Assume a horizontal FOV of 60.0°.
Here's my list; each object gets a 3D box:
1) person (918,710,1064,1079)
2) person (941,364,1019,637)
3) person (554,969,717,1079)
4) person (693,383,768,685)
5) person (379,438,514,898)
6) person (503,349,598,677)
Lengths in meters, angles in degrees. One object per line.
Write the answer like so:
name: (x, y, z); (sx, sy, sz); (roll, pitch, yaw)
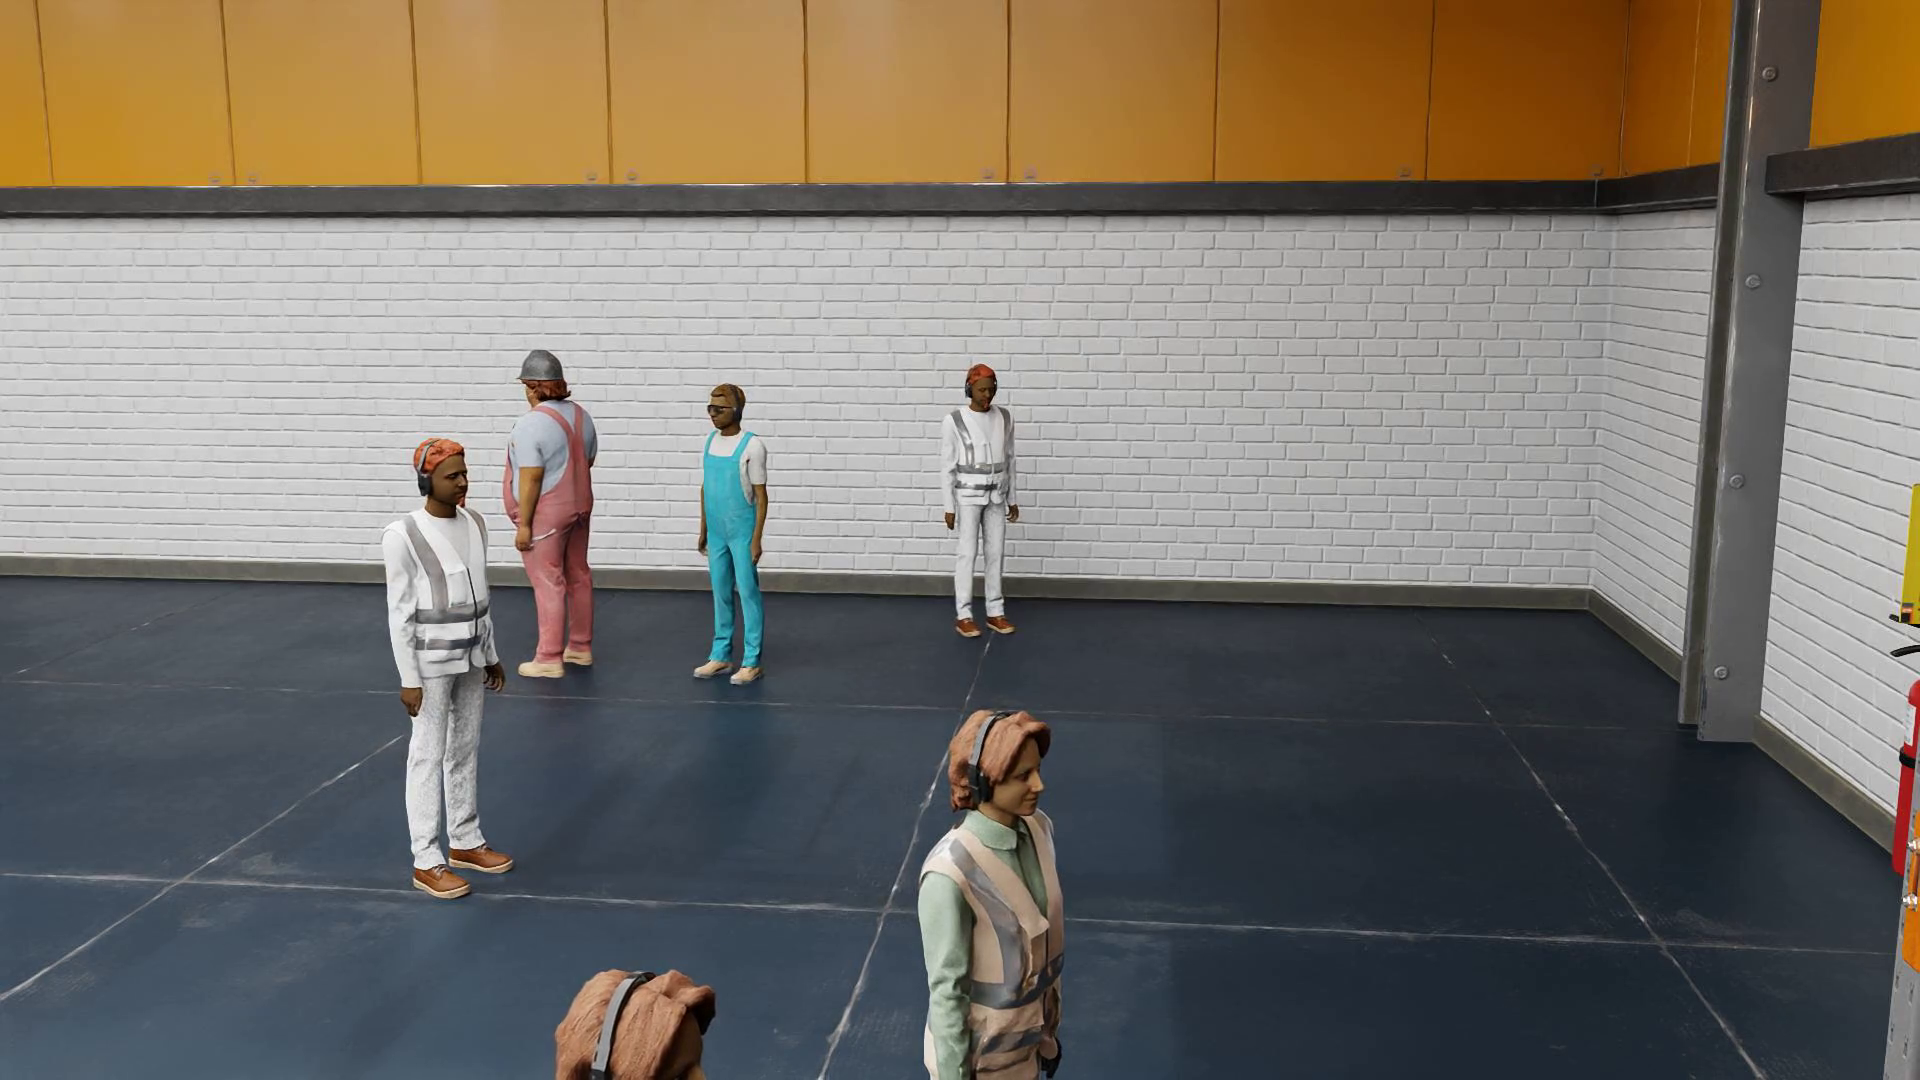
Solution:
person: (0.076, 1.182, 3.792); (0.309, 1.641, 0.515); (5, 11, 26)
person: (0.138, -0.272, 11.440); (0.586, 1.879, 0.357); (-6, 12, -31)
person: (-0.467, 1.414, 2.466); (0.306, 1.639, 0.523); (1, 10, 8)
person: (-1.400, -0.038, 10.186); (0.506, 1.847, 0.344); (7, 12, 34)
person: (-2.119, 0.517, 6.905); (0.355, 1.883, 0.573); (4, 11, 22)
person: (-2.588, -0.170, 10.384); (0.536, 2.000, 0.682); (4, 11, 23)
